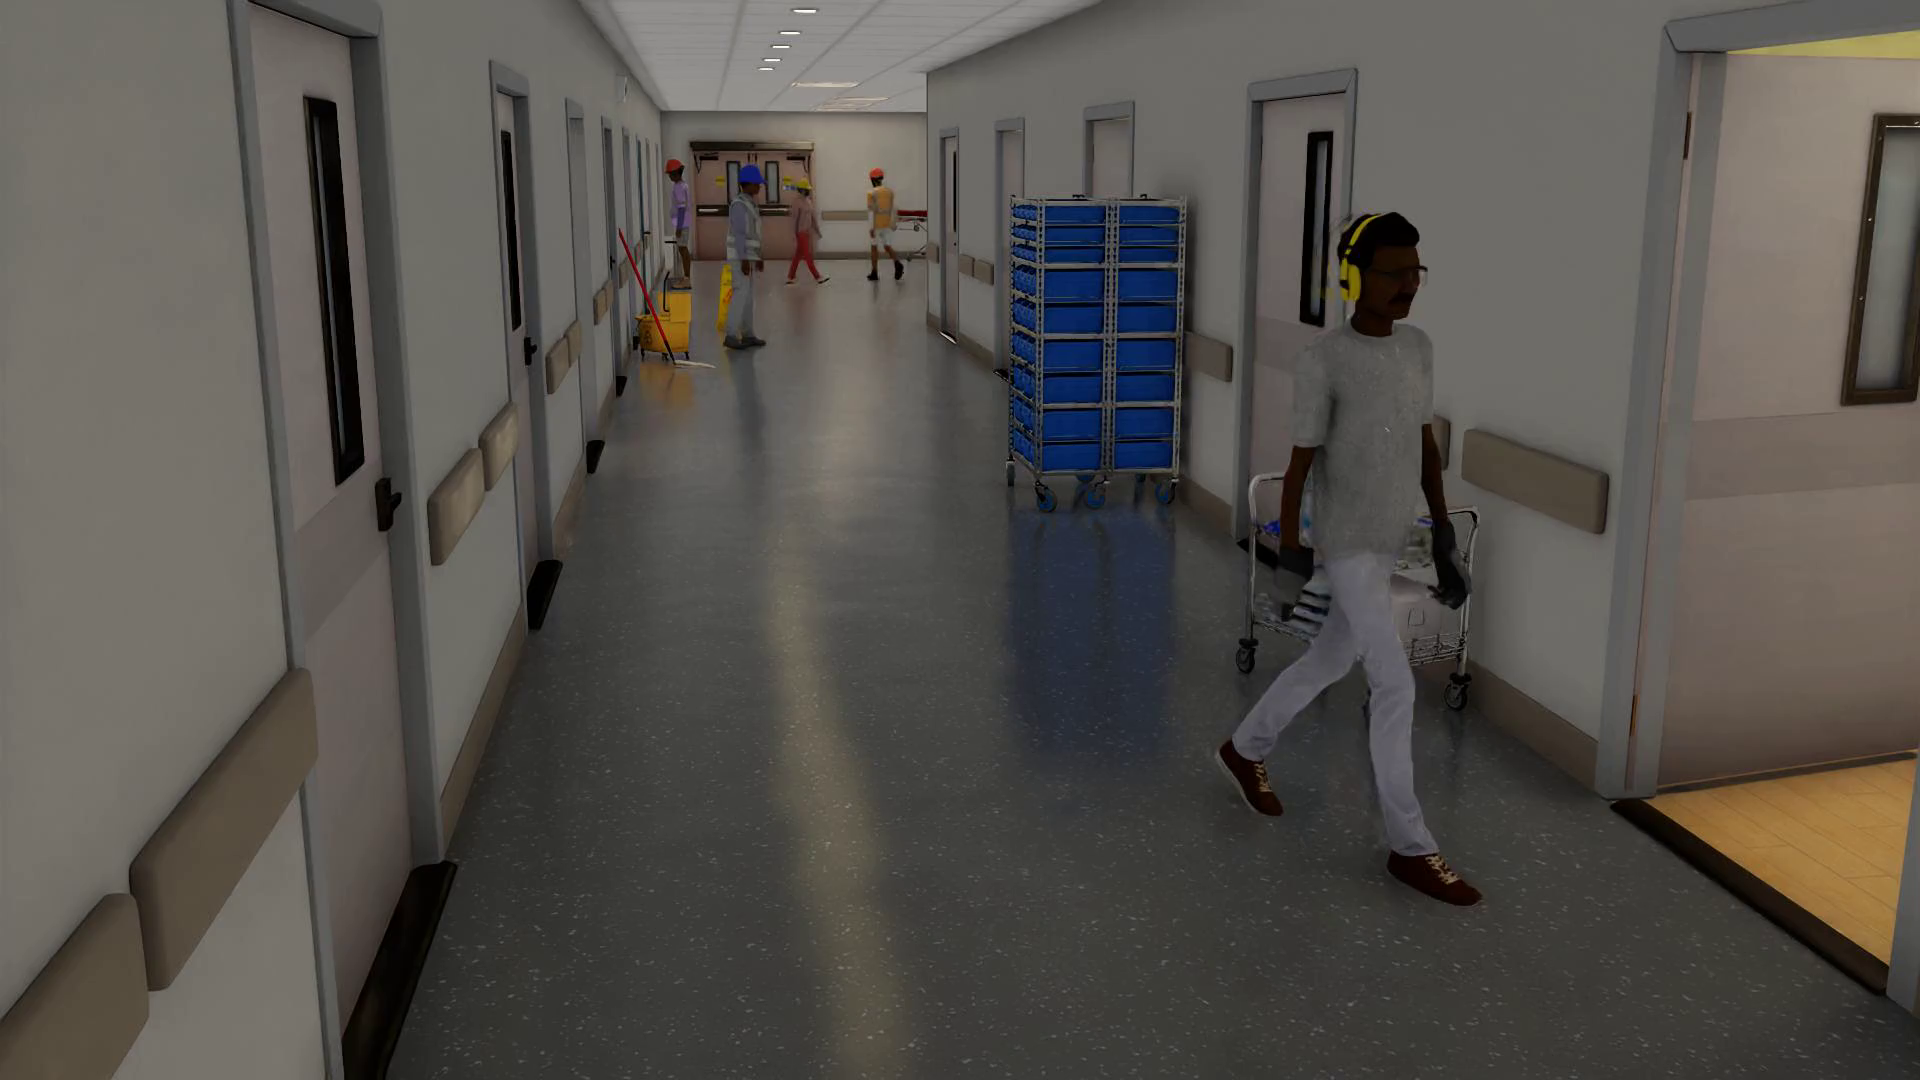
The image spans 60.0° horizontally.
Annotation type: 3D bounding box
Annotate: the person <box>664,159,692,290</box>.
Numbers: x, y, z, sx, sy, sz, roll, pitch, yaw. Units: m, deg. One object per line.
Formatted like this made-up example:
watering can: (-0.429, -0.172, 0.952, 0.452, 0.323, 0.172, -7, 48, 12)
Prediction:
person: (-4.437, -4.970, 26.241, 0.404, 2.033, 0.608, -1, 13, -4)

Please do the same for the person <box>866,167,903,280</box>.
person: (-1.296, -5.344, 28.205, 0.546, 1.910, 0.781, -9, 15, -34)

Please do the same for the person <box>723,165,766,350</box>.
person: (-2.282, -3.015, 17.776, 0.493, 1.939, 0.741, 1, 13, 5)

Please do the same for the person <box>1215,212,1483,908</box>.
person: (1.086, 0.004, 4.655, 0.504, 1.828, 0.992, -11, 17, -40)

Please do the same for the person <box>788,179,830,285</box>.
person: (-2.502, -5.031, 27.214, 0.903, 1.721, 0.527, 6, 14, 24)
